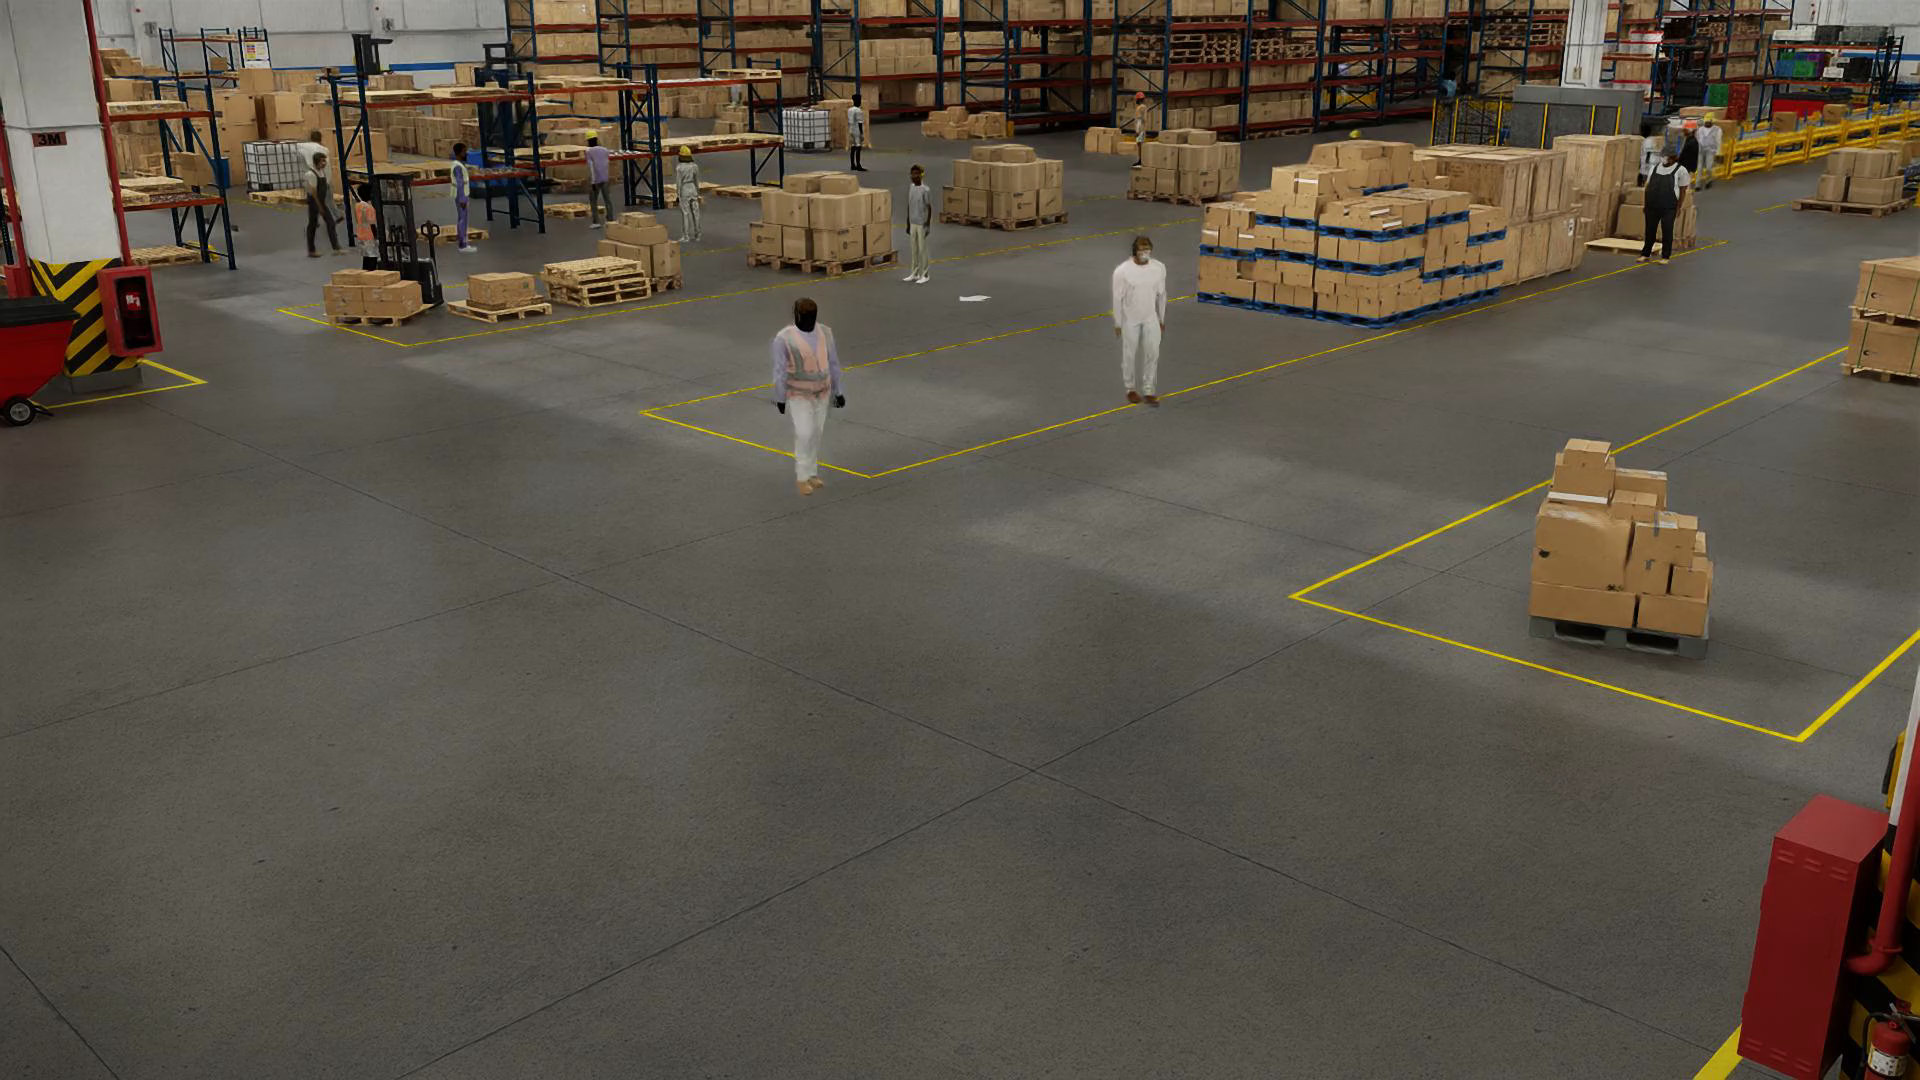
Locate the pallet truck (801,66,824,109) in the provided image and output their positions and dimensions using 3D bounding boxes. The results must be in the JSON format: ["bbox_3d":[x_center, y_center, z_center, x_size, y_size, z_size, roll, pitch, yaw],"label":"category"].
[{"bbox_3d":[-4.812,-15.182,56.903,0.823,1.965,1.885,-9,21,-26],"label":"pallet truck"}]

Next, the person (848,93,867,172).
[{"bbox_3d":[-2.648,-10.451,42.698,0.367,1.966,0.606,-12,22,-31],"label":"person"}]

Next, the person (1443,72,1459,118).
[{"bbox_3d":[17.733,-16.058,60.096,0.543,1.641,0.887,-17,25,-42],"label":"person"}]

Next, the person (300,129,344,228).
[{"bbox_3d":[-12.659,-7.152,32.887,0.633,1.885,1.025,3,19,9],"label":"person"}]

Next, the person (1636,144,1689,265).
[{"bbox_3d":[11.935,-5.710,28.296,0.538,2.000,0.689,-17,25,-41],"label":"person"}]

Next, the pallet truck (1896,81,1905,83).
[{"bbox_3d":[34.802,-16.331,61.455,0.653,1.274,1.630,17,25,41],"label":"pallet truck"}]

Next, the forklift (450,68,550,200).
[{"bbox_3d":[-10.418,-9.136,37.307,1.129,2.768,1.873,17,25,41],"label":"forklift"}]

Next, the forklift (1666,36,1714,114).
[{"bbox_3d":[27.341,-17.291,61.877,1.129,2.768,1.873,17,25,41],"label":"forklift"}]

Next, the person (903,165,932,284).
[{"bbox_3d":[-0.678,-5.036,26.538,0.313,1.866,0.538,-17,25,-41],"label":"person"}]

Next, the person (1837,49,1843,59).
[{"bbox_3d":[41.279,-22.272,78.292,0.416,1.985,0.611,16,24,39],"label":"person"}]

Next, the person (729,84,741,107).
[{"bbox_3d":[-7.480,-14.697,55.791,0.520,1.788,1.058,9,21,26],"label":"person"}]

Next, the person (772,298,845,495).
[{"bbox_3d":[-1.358,-1.334,15.456,0.638,1.824,0.610,-14,23,-37],"label":"person"}]

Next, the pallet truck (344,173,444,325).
[{"bbox_3d":[-8.209,-4.181,23.757,0.823,1.965,1.885,3,19,9],"label":"pallet truck"}]

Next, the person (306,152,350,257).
[{"bbox_3d":[-11.136,-5.841,29.053,0.829,1.799,0.549,2,19,7],"label":"person"}]

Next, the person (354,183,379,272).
[{"bbox_3d":[-9.086,-4.633,25.587,0.318,1.699,0.534,-17,25,-41],"label":"person"}]

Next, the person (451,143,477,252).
[{"bbox_3d":[-8.898,-6.106,29.682,0.375,1.917,0.598,-5,19,-16],"label":"person"}]

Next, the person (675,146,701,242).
[{"bbox_3d":[-5.061,-6.421,30.902,0.487,1.746,0.285,-15,24,-39],"label":"person"}]

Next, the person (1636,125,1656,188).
[{"bbox_3d":[15.114,-8.330,36.785,0.708,1.651,0.597,7,20,21],"label":"person"}]

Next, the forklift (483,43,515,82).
[{"bbox_3d":[-14.914,-14.701,54.073,1.873,2.768,1.129,17,24,41],"label":"forklift"}]

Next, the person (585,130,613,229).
[{"bbox_3d":[-7.078,-7.055,32.589,0.540,1.898,0.596,16,24,39],"label":"person"}]

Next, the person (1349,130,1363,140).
[{"bbox_3d":[8.089,-7.632,34.572,0.874,1.732,0.530,-5,19,-14],"label":"person"}]

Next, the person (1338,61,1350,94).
[{"bbox_3d":[17.191,-20.811,74.470,0.520,1.605,0.838,16,24,40],"label":"person"}]

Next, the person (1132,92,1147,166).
[{"bbox_3d":[4.738,-10.833,43.894,0.379,1.938,0.547,7,20,21],"label":"person"}]

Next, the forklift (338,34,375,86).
[{"bbox_3d":[-23.297,-18.351,65.072,1.129,2.768,1.873,17,25,41],"label":"forklift"}]

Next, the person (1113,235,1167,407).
[{"bbox_3d":[2.041,-2.427,18.595,0.662,1.913,0.770,-4,19,-12],"label":"person"}]

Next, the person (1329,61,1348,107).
[{"bbox_3d":[15.141,-18.230,66.272,0.653,1.888,1.036,-6,19,-17],"label":"person"}]

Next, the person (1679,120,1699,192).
[{"bbox_3d":[14.761,-7.516,33.809,0.393,1.995,0.612,6,19,19],"label":"person"}]

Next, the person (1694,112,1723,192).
[{"bbox_3d":[17.264,-8.978,38.494,0.616,1.816,0.421,17,25,41],"label":"person"}]
